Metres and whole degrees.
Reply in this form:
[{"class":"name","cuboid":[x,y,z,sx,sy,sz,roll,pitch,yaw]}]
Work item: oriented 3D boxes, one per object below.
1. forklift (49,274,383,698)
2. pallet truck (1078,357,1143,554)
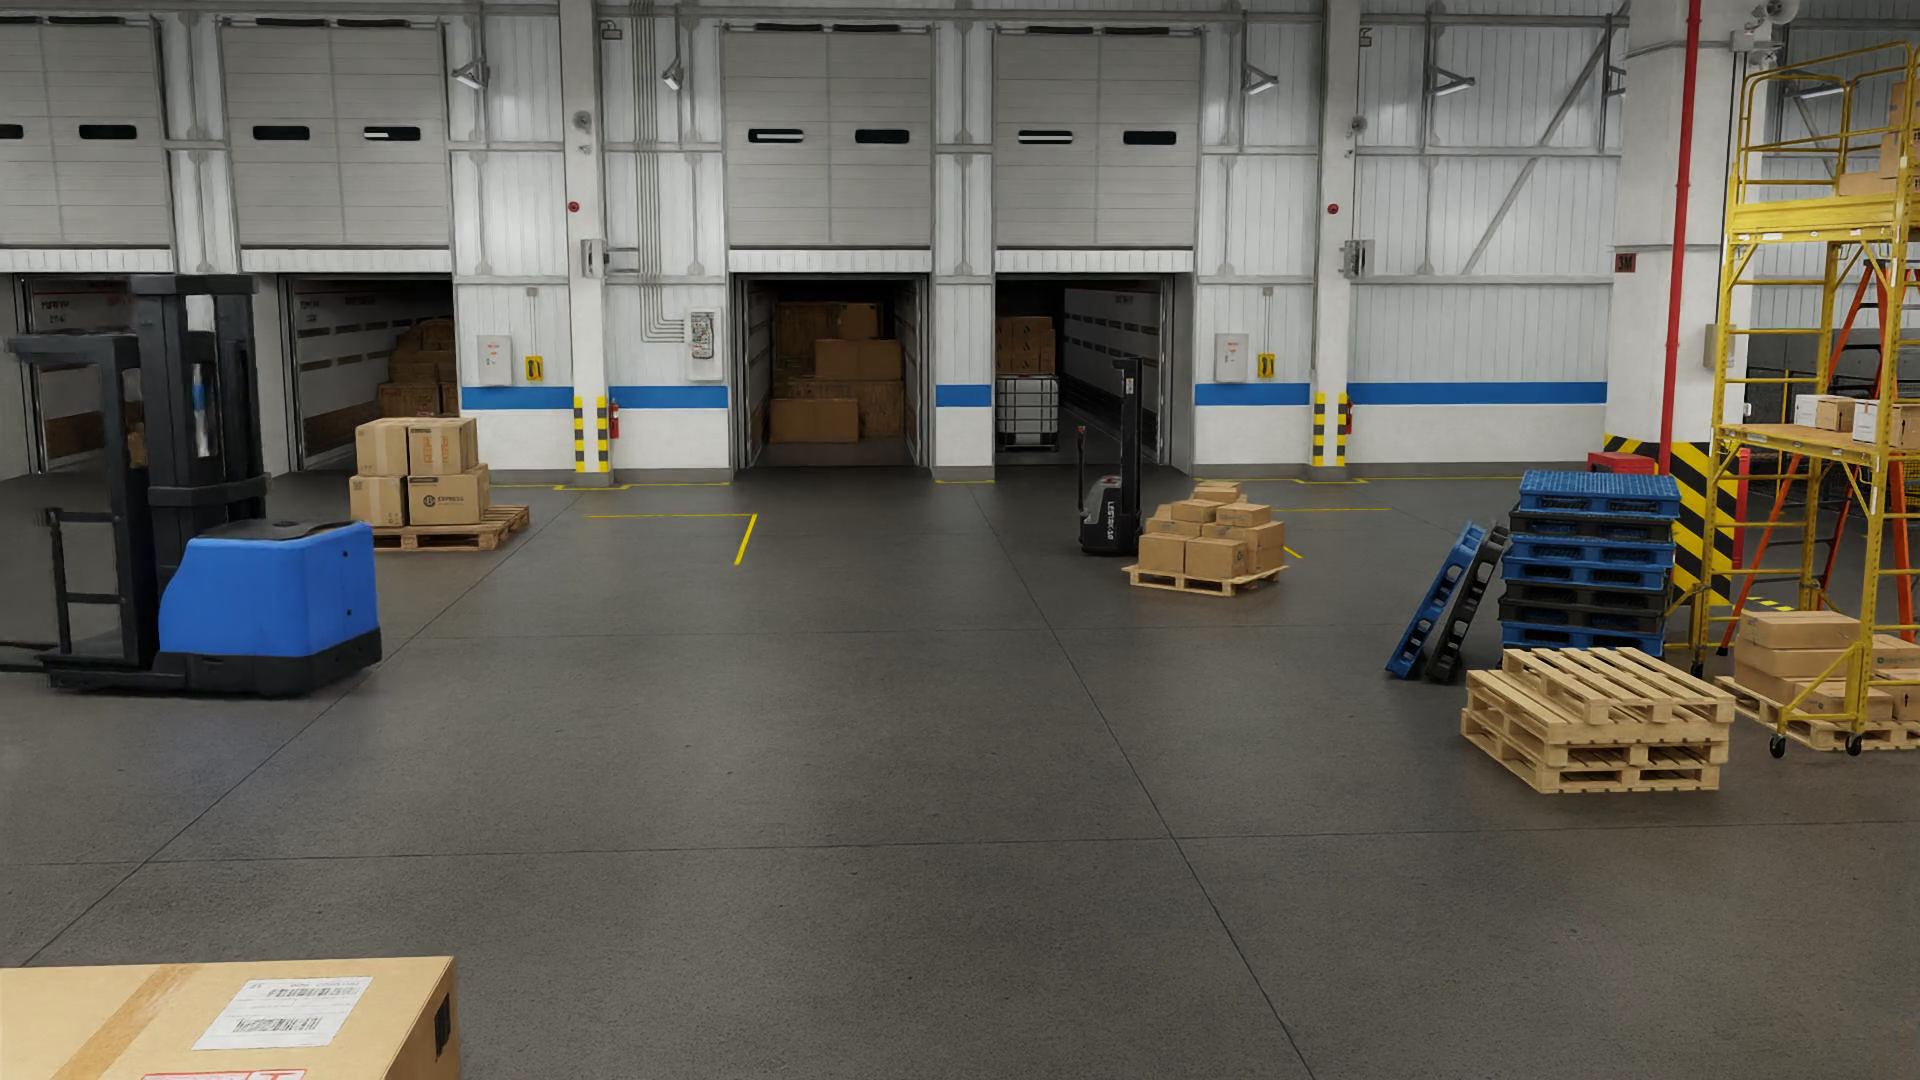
[{"class":"forklift","cuboid":[-5.124,-0.422,11.397,1.873,2.768,1.129,2,9,10]},{"class":"pallet truck","cuboid":[2.088,-0.836,16.757,1.885,1.965,0.823,2,9,13]}]
